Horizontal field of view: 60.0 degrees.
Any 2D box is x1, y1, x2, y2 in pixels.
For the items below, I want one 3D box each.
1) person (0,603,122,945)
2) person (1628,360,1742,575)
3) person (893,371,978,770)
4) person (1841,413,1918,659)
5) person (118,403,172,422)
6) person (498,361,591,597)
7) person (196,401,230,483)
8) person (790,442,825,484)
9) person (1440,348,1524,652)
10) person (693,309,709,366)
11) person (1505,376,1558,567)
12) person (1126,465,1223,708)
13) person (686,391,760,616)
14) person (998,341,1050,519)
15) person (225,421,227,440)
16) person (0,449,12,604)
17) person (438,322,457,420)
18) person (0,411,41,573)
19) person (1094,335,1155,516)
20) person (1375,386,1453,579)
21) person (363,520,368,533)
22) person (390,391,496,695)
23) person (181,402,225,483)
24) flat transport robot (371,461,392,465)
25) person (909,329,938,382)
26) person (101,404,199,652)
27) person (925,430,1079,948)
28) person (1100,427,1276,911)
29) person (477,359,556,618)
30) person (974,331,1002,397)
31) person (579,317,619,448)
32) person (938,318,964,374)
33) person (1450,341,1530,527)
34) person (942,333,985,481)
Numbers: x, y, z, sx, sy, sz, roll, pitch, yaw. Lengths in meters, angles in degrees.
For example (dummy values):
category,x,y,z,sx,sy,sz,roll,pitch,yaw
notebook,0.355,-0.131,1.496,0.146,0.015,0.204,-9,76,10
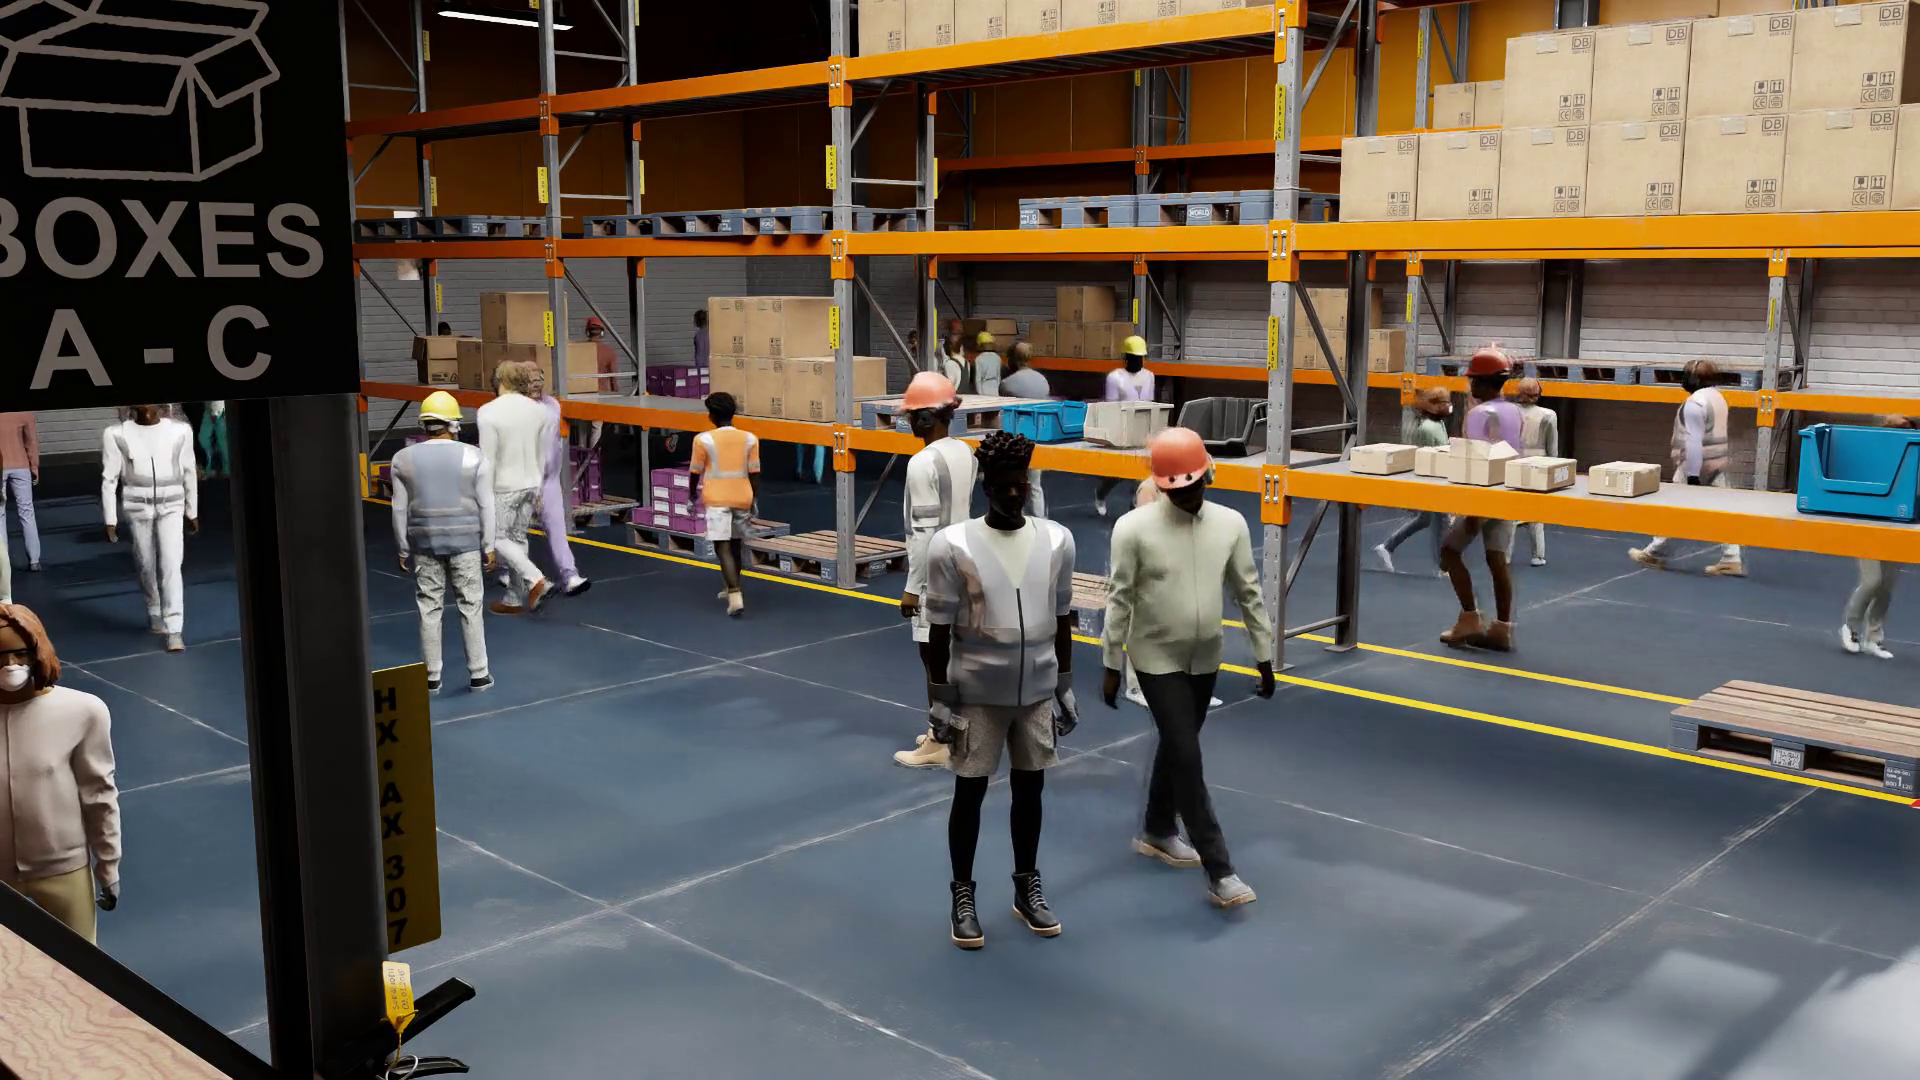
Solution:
category,x,y,z,sx,sy,sz,roll,pitch,yaw
person,-2.689,0.976,4.806,0.492,1.625,0.282,-4,10,-25
person,6.186,-0.609,13.983,0.650,1.797,0.946,-8,12,-41
person,-0.138,0.159,8.531,0.371,2.044,0.608,4,10,22
person,6.066,-0.020,10.906,0.528,1.618,0.348,-1,9,-5
person,-9.047,-1.319,18.501,0.536,1.738,0.576,-5,10,-28
person,-3.334,-0.464,12.990,1.074,1.851,0.670,9,13,44
person,-9.034,-1.560,19.992,0.489,1.745,0.618,-4,10,-22
person,-1.808,-1.591,20.032,0.564,1.787,0.989,-2,10,-15
person,3.493,-0.266,11.173,0.650,2.022,0.612,-8,12,-42
person,-4.032,-2.716,26.515,0.709,1.923,0.669,3,10,20
person,4.866,-0.583,14.312,0.513,1.641,0.307,3,10,20
person,1.235,0.197,9.588,0.674,1.613,0.533,8,12,40
person,-1.724,-0.277,12.386,0.527,1.664,0.803,-6,11,-34
person,0.521,-0.835,15.034,0.641,1.917,0.658,-9,13,-43
person,-9.780,-2.064,22.480,0.551,1.936,0.356,-2,9,-10
person,-7.296,-0.360,12.265,0.327,1.865,0.521,4,10,23
person,-6.900,-1.985,22.240,0.513,1.859,0.313,-8,12,-40
person,-7.986,-0.579,13.903,0.312,1.767,0.533,9,13,44
person,1.660,-1.106,16.715,0.593,1.910,0.641,-6,11,-32
person,3.854,-0.475,13.782,0.752,1.612,0.507,4,10,24
person,-6.007,-0.953,15.820,0.573,1.880,0.998,-8,12,-42
person,-3.095,0.022,10.022,0.594,1.828,0.403,-1,9,-9
person,-9.194,-1.720,20.061,0.703,2.000,0.783,4,10,22
flat transport robot,-6.985,-0.812,19.901,1.431,0.197,0.652,-6,11,-34
person,-0.436,-1.585,19.817,0.369,1.853,0.513,-7,12,-36
person,-5.535,-0.199,11.382,0.595,1.837,0.999,-5,11,-28
person,0.167,0.557,6.322,0.614,1.964,0.361,-3,10,-20
person,0.978,0.502,6.758,0.698,1.916,1.003,-4,10,-26
person,-3.199,-0.358,12.108,0.597,1.912,0.641,5,10,27
person,0.370,-1.922,22.252,0.485,1.727,0.427,-7,12,-37
person,-4.621,-1.823,20.954,0.635,1.950,0.547,0,9,0
person,-0.041,-2.148,23.202,0.675,1.861,0.587,6,11,33
person,5.232,-1.018,16.325,1.008,1.849,0.663,3,10,15
person,-0.061,-1.602,20.123,0.928,1.804,0.511,7,12,37
